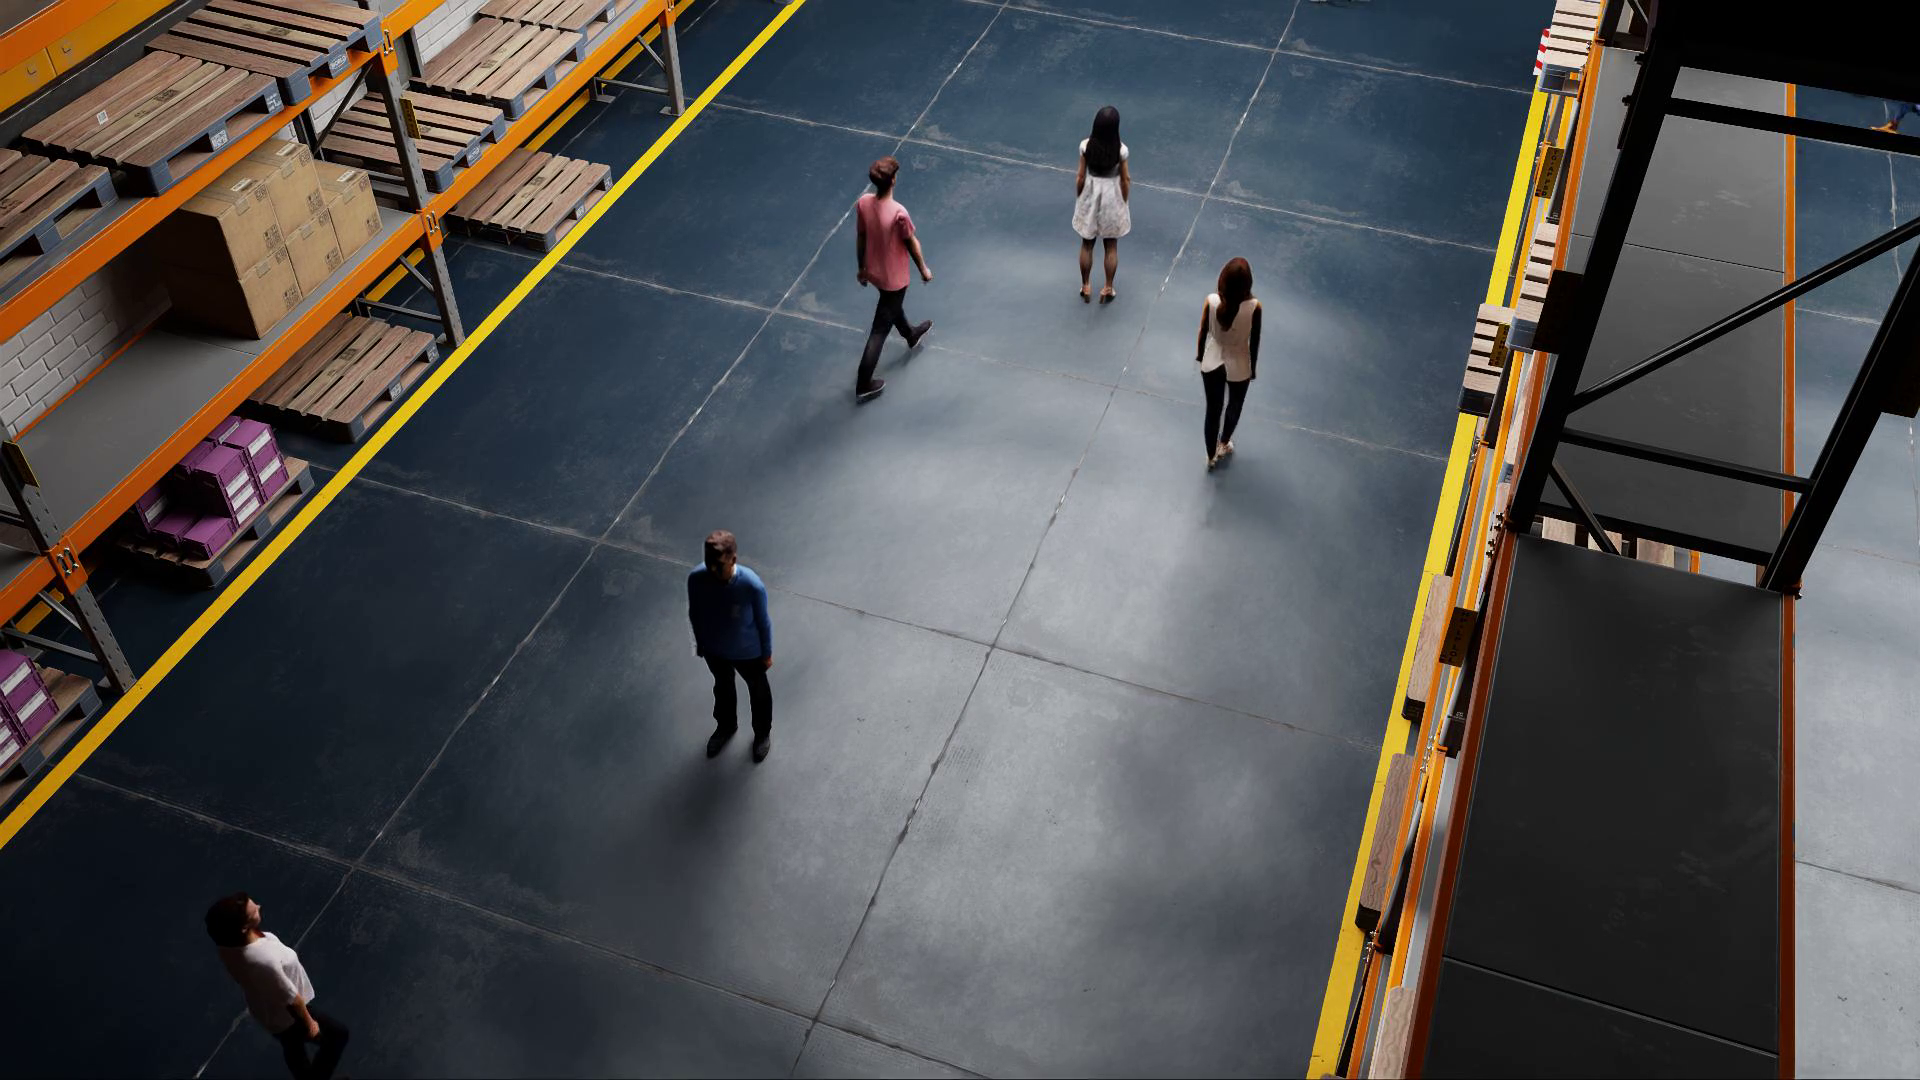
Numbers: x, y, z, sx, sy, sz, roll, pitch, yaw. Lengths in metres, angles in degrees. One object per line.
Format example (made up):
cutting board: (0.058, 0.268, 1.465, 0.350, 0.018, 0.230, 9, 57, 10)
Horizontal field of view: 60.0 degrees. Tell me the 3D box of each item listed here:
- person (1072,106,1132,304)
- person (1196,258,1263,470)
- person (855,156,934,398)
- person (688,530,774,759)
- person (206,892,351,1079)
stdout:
person: (1.157, -2.732, 13.592, 0.677, 1.774, 0.667, 9, 44, 9)
person: (1.903, -1.199, 11.983, 0.624, 1.774, 0.577, 13, 45, 13)
person: (-0.619, -1.939, 12.670, 0.955, 1.897, 1.338, 30, 51, 28)
person: (-1.366, 0.609, 10.052, 0.669, 1.819, 0.586, 10, 44, 10)
person: (-3.413, 2.387, 8.209, 0.687, 1.787, 0.674, 27, 50, 26)
